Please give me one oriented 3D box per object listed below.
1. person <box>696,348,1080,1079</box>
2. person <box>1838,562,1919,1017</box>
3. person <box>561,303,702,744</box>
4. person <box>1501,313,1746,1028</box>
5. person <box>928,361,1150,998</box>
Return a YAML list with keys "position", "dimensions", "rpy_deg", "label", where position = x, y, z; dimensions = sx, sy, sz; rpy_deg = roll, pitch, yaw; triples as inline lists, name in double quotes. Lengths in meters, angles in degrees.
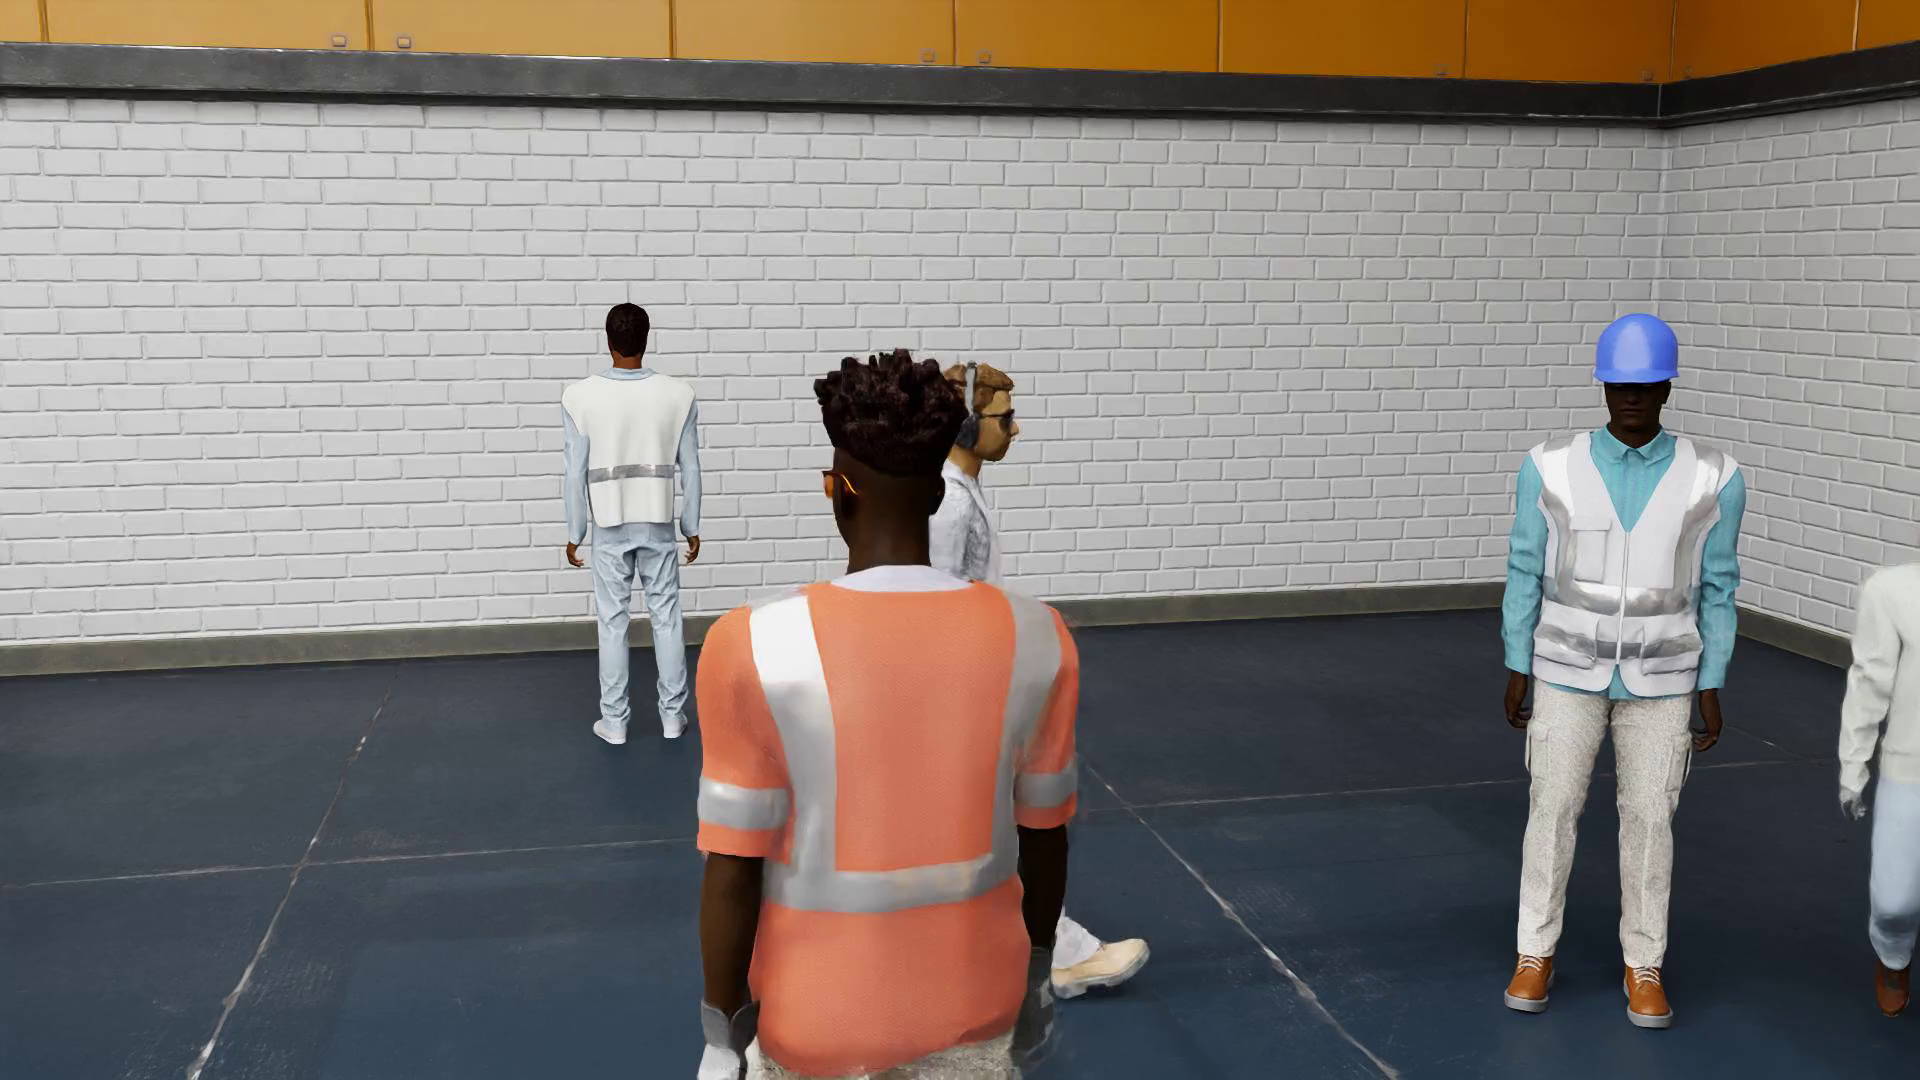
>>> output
- position: [-0.133, 0.678, 2.617]
  dimensions: [0.633, 1.947, 0.497]
  rpy_deg: [-3, 10, -20]
  label: "person"
- position: [2.494, 0.590, 4.176]
  dimensions: [0.508, 1.615, 0.684]
  rpy_deg: [6, 11, 30]
  label: "person"
- position: [-1.419, -0.066, 7.247]
  dimensions: [0.596, 1.918, 0.380]
  rpy_deg: [-3, 10, -20]
  label: "person"
- position: [1.799, 0.358, 4.575]
  dimensions: [0.603, 1.949, 0.384]
  rpy_deg: [3, 10, 19]
  label: "person"
- position: [0.111, 0.413, 4.659]
  dimensions: [0.906, 1.806, 0.543]
  rpy_deg: [-1, 9, -5]
  label: "person"
